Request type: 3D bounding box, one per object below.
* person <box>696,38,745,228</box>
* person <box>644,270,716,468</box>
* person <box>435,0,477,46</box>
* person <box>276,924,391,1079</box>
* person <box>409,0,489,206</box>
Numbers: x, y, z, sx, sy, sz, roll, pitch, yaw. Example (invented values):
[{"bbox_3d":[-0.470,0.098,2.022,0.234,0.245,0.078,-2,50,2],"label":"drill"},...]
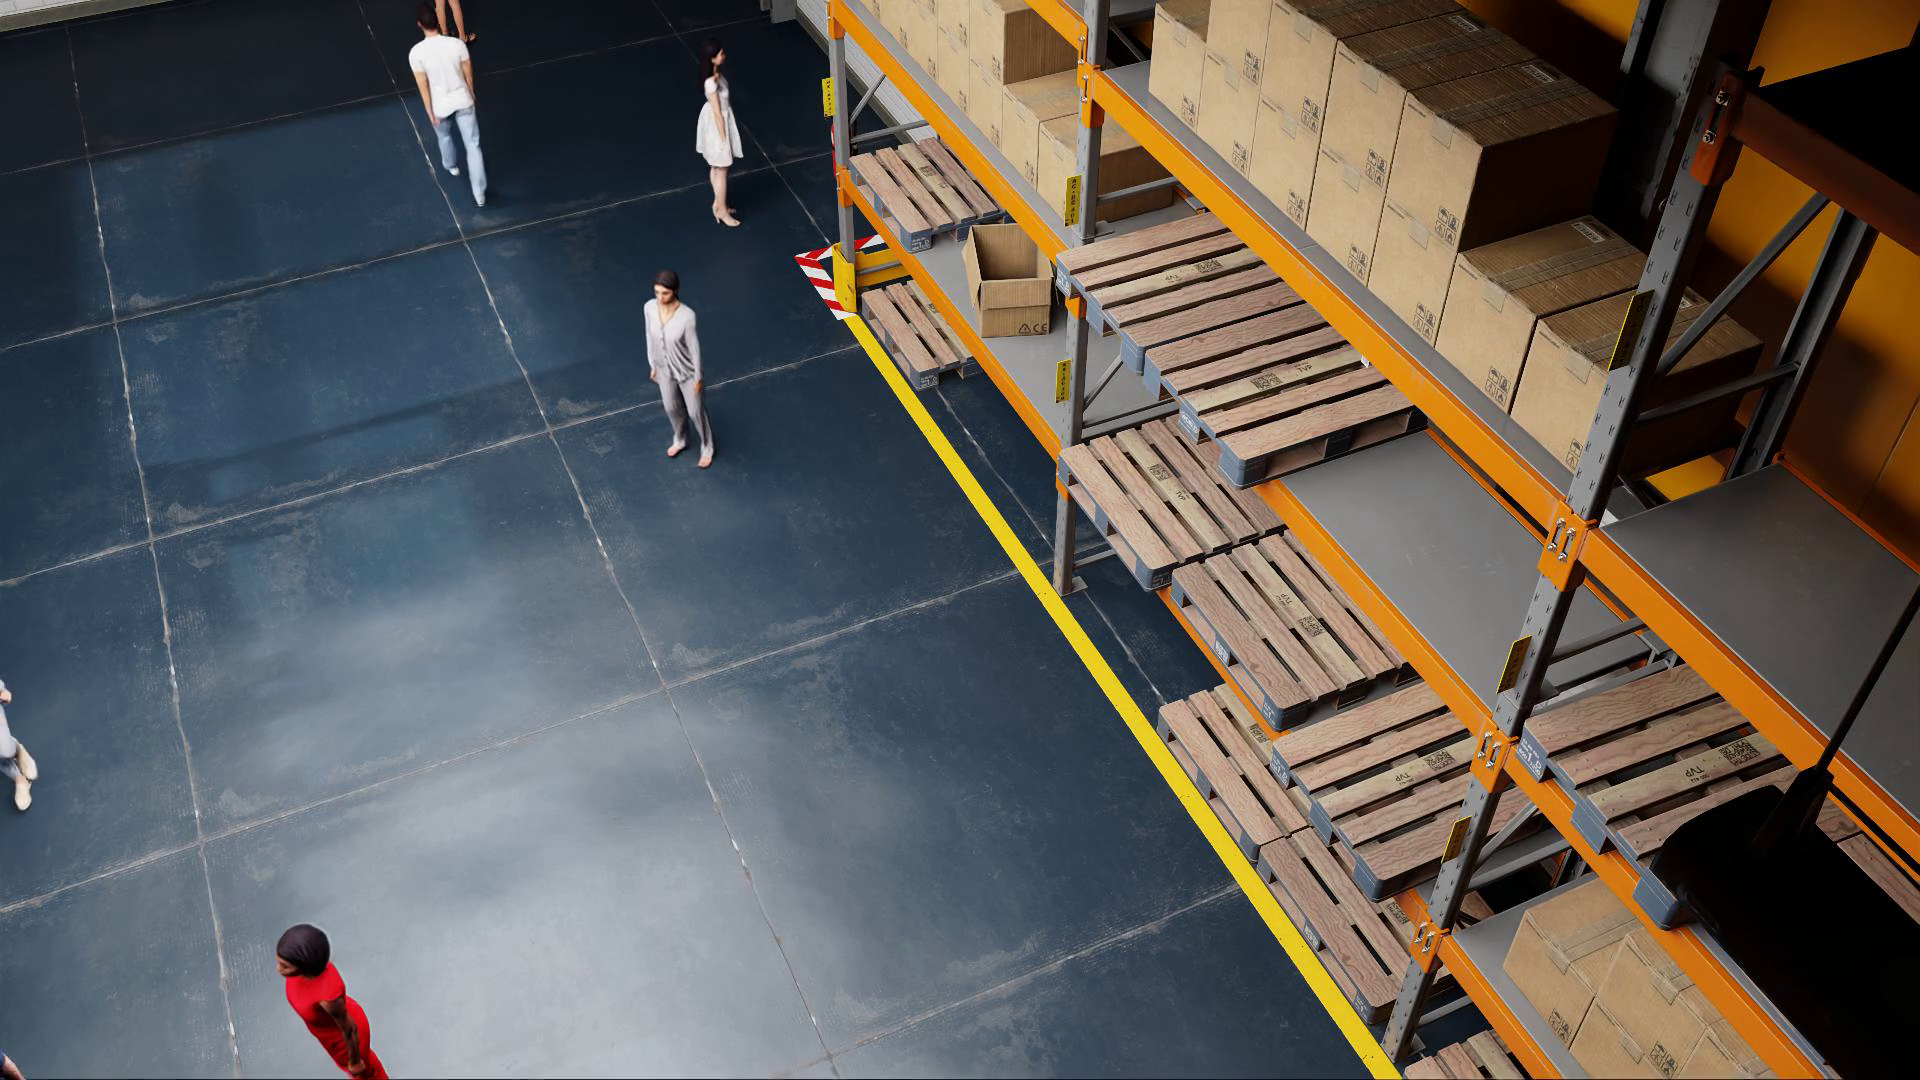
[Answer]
[{"bbox_3d":[-2.147,-3.631,14.819,0.771,1.774,0.649,-8,44,-8],"label":"person"},{"bbox_3d":[-2.084,-1.291,12.373,0.693,1.761,0.760,17,46,17],"label":"person"},{"bbox_3d":[-5.437,-5.940,17.404,0.644,1.552,0.695,7,44,8],"label":"person"},{"bbox_3d":[-3.125,2.494,8.413,0.555,1.744,0.702,33,53,30],"label":"person"},{"bbox_3d":[-4.584,-3.908,15.078,0.725,1.817,1.159,-15,46,-15],"label":"person"}]
